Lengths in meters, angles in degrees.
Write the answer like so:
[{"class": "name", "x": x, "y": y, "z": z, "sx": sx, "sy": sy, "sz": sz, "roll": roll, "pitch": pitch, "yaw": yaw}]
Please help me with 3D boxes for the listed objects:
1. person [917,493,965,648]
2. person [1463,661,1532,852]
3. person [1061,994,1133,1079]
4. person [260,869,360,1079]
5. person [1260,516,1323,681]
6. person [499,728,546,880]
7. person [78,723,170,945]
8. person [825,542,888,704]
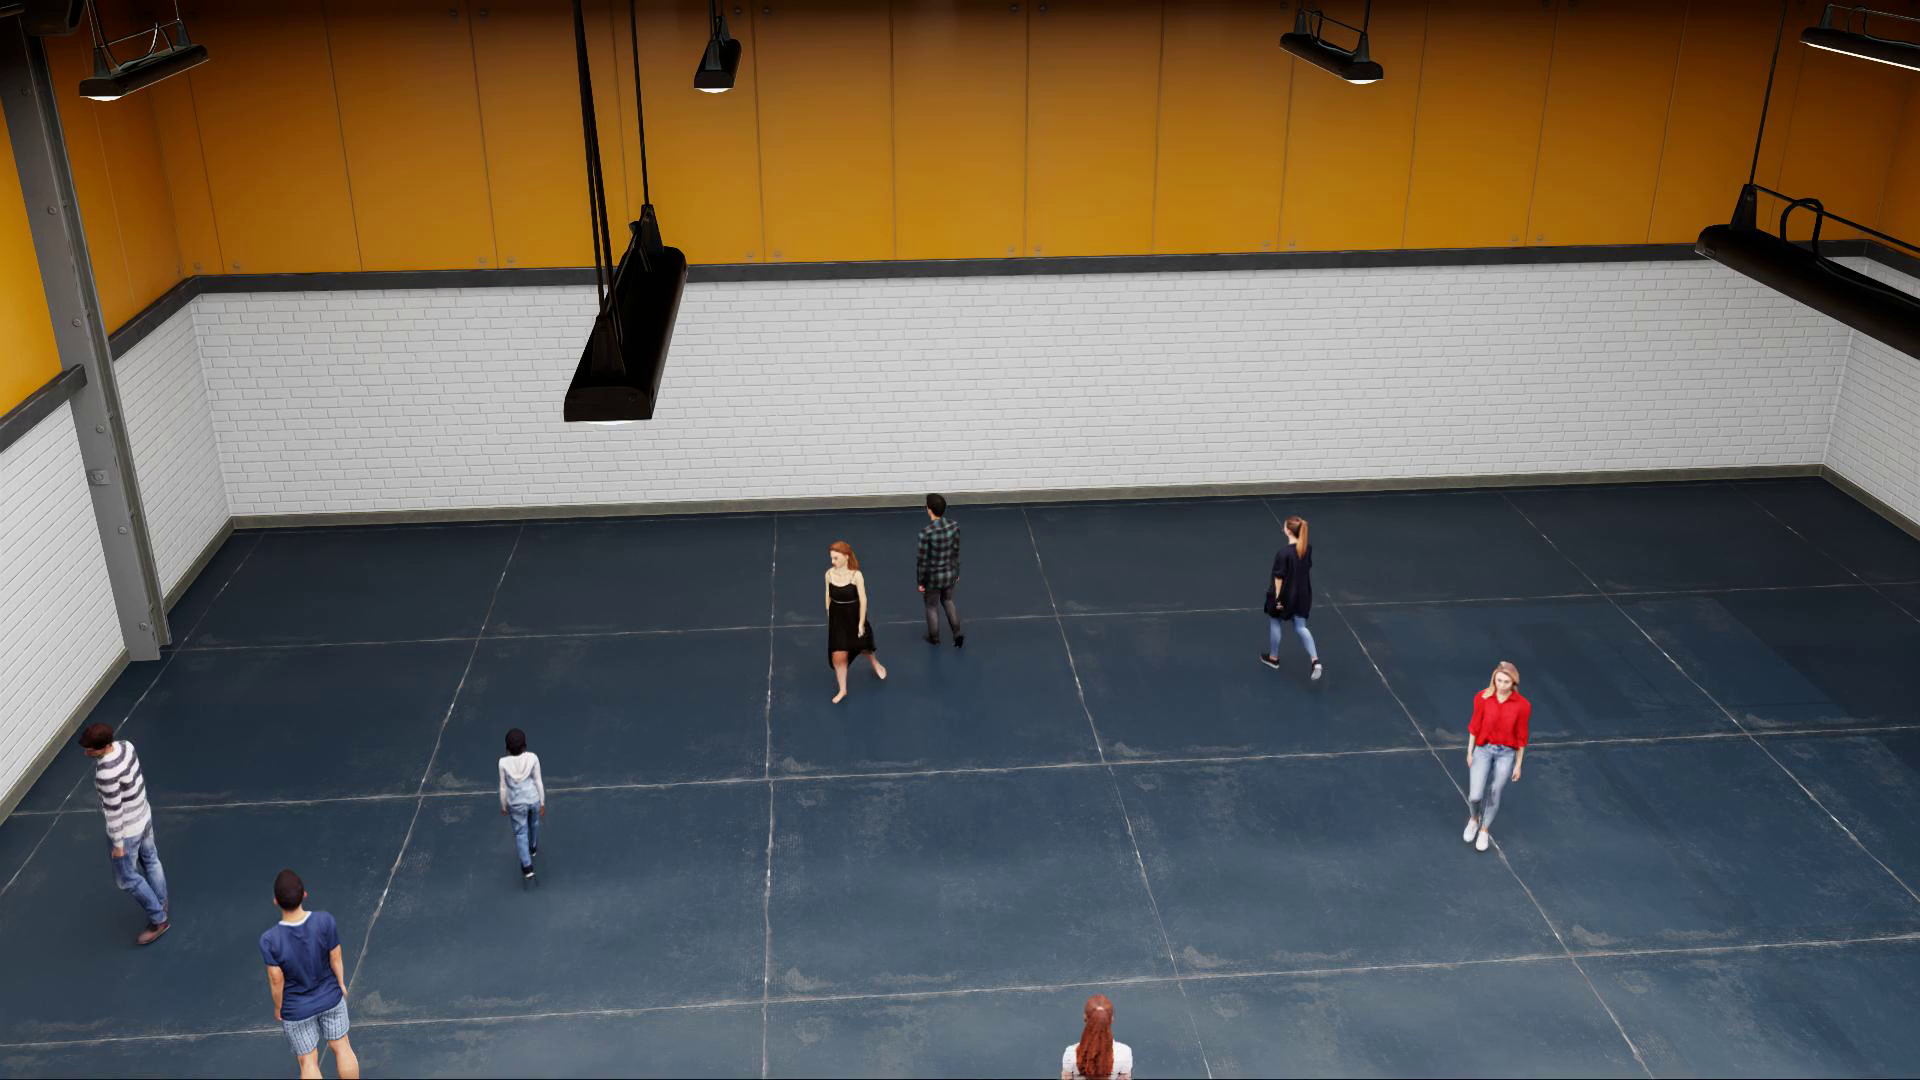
[{"class": "person", "x": -0.177, "y": 0.353, "z": 16.665, "sx": 0.850, "sy": 1.706, "sz": 0.904, "roll": -14, "pitch": 27, "yaw": -28}, {"class": "person", "x": 4.327, "y": 1.701, "z": 13.404, "sx": 0.695, "sy": 1.695, "sz": 0.691, "roll": 8, "pitch": 25, "yaw": 18}, {"class": "person", "x": 0.752, "y": 3.401, "z": 9.487, "sx": 0.605, "sy": 1.717, "sz": 1.064, "roll": -3, "pitch": 24, "yaw": -8}, {"class": "person", "x": -4.087, "y": 2.892, "z": 10.485, "sx": 0.709, "sy": 1.850, "sz": 0.729, "roll": -17, "pitch": 29, "yaw": -33}, {"class": "person", "x": 3.249, "y": 0.577, "z": 16.019, "sx": 0.851, "sy": 1.661, "sz": 1.111, "roll": -11, "pitch": 26, "yaw": -24}, {"class": "person", "x": -3.445, "y": 2.076, "z": 13.105, "sx": 0.637, "sy": 1.248, "sz": 0.913, "roll": -9, "pitch": 25, "yaw": -20}, {"class": "person", "x": -6.137, "y": 2.093, "z": 12.355, "sx": 0.874, "sy": 1.818, "sz": 0.542, "roll": 5, "pitch": 24, "yaw": 11}, {"class": "person", "x": -1.021, "y": 0.731, "z": 15.744, "sx": 0.816, "sy": 1.599, "sz": 1.020, "roll": 4, "pitch": 24, "yaw": 9}]
